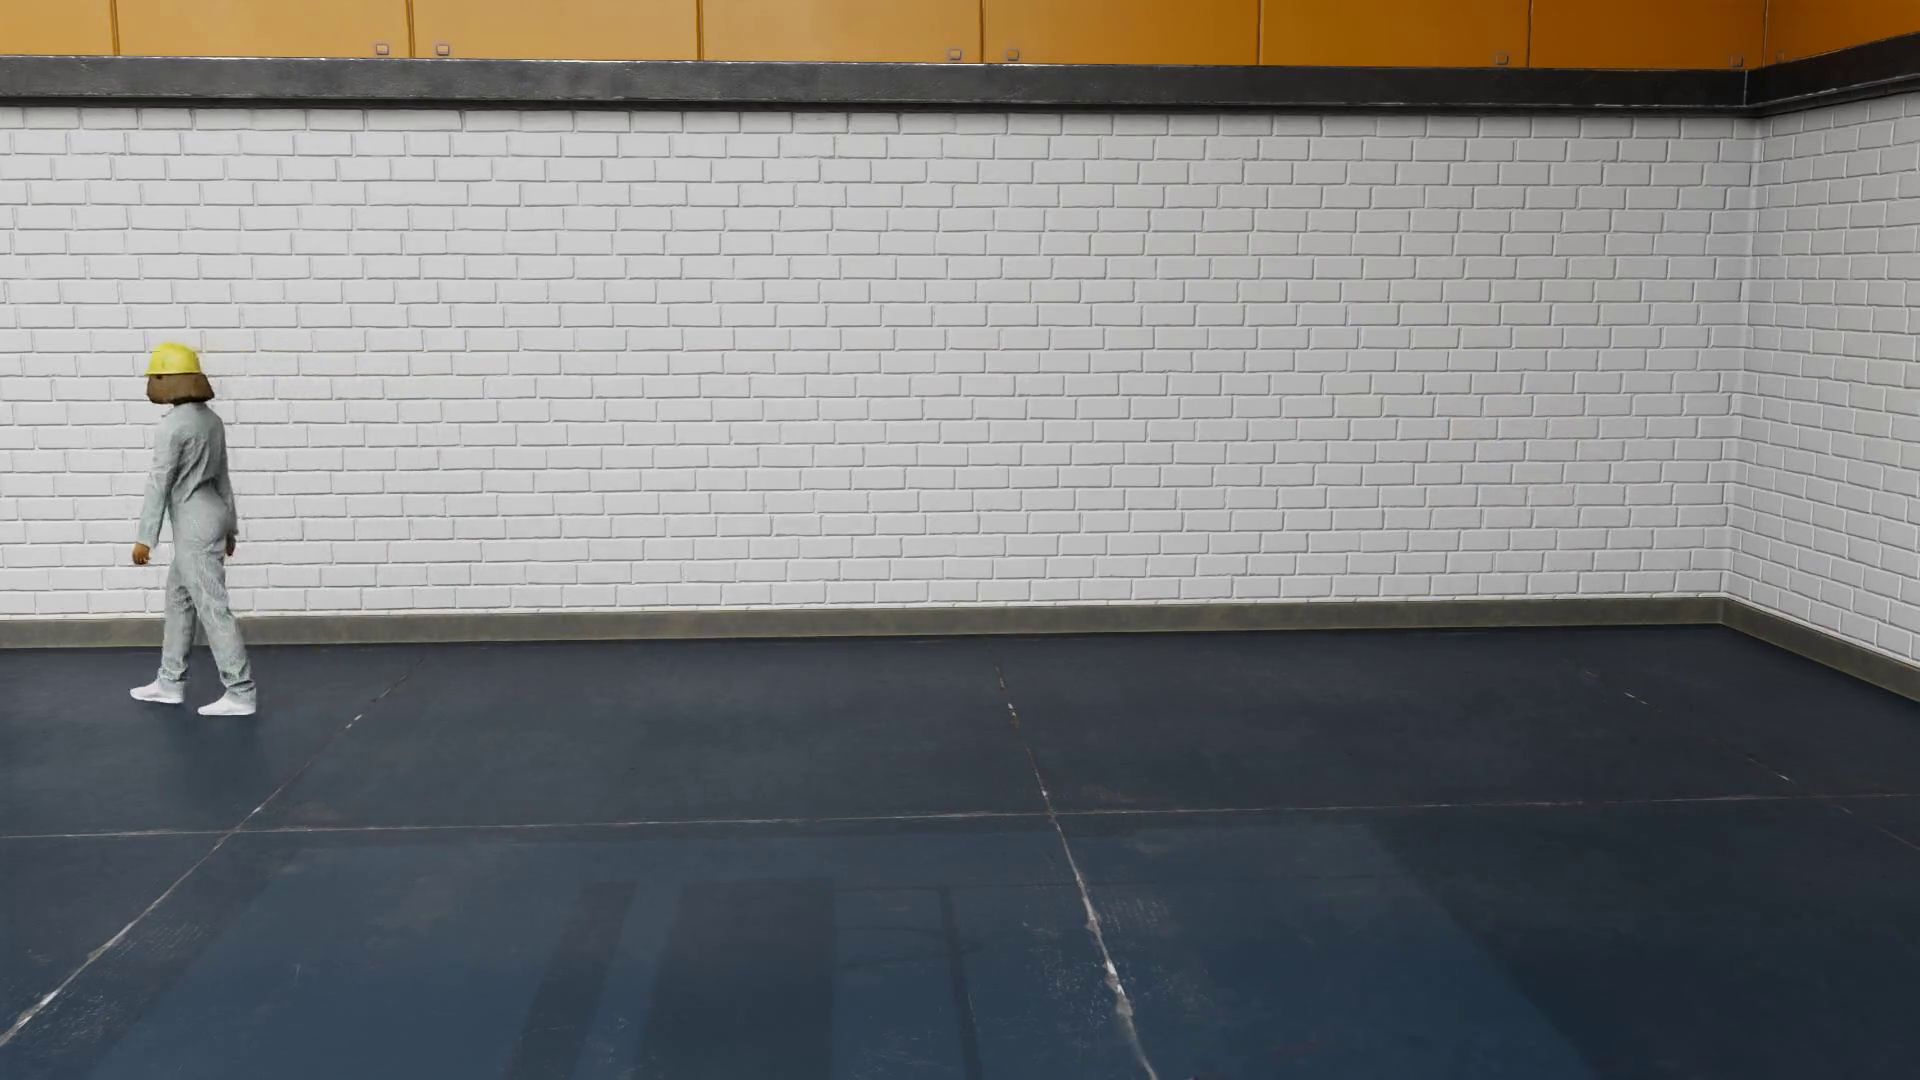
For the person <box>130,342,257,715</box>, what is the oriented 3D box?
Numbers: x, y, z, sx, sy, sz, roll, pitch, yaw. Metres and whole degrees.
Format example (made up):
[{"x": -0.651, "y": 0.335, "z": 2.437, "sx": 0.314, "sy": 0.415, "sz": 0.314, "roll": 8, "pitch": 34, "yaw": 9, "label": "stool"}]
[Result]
[{"x": -3.607, "y": -0.034, "z": 7.602, "sx": 0.768, "sy": 1.716, "sz": 0.491, "roll": 0, "pitch": 9, "yaw": -2, "label": "person"}]
